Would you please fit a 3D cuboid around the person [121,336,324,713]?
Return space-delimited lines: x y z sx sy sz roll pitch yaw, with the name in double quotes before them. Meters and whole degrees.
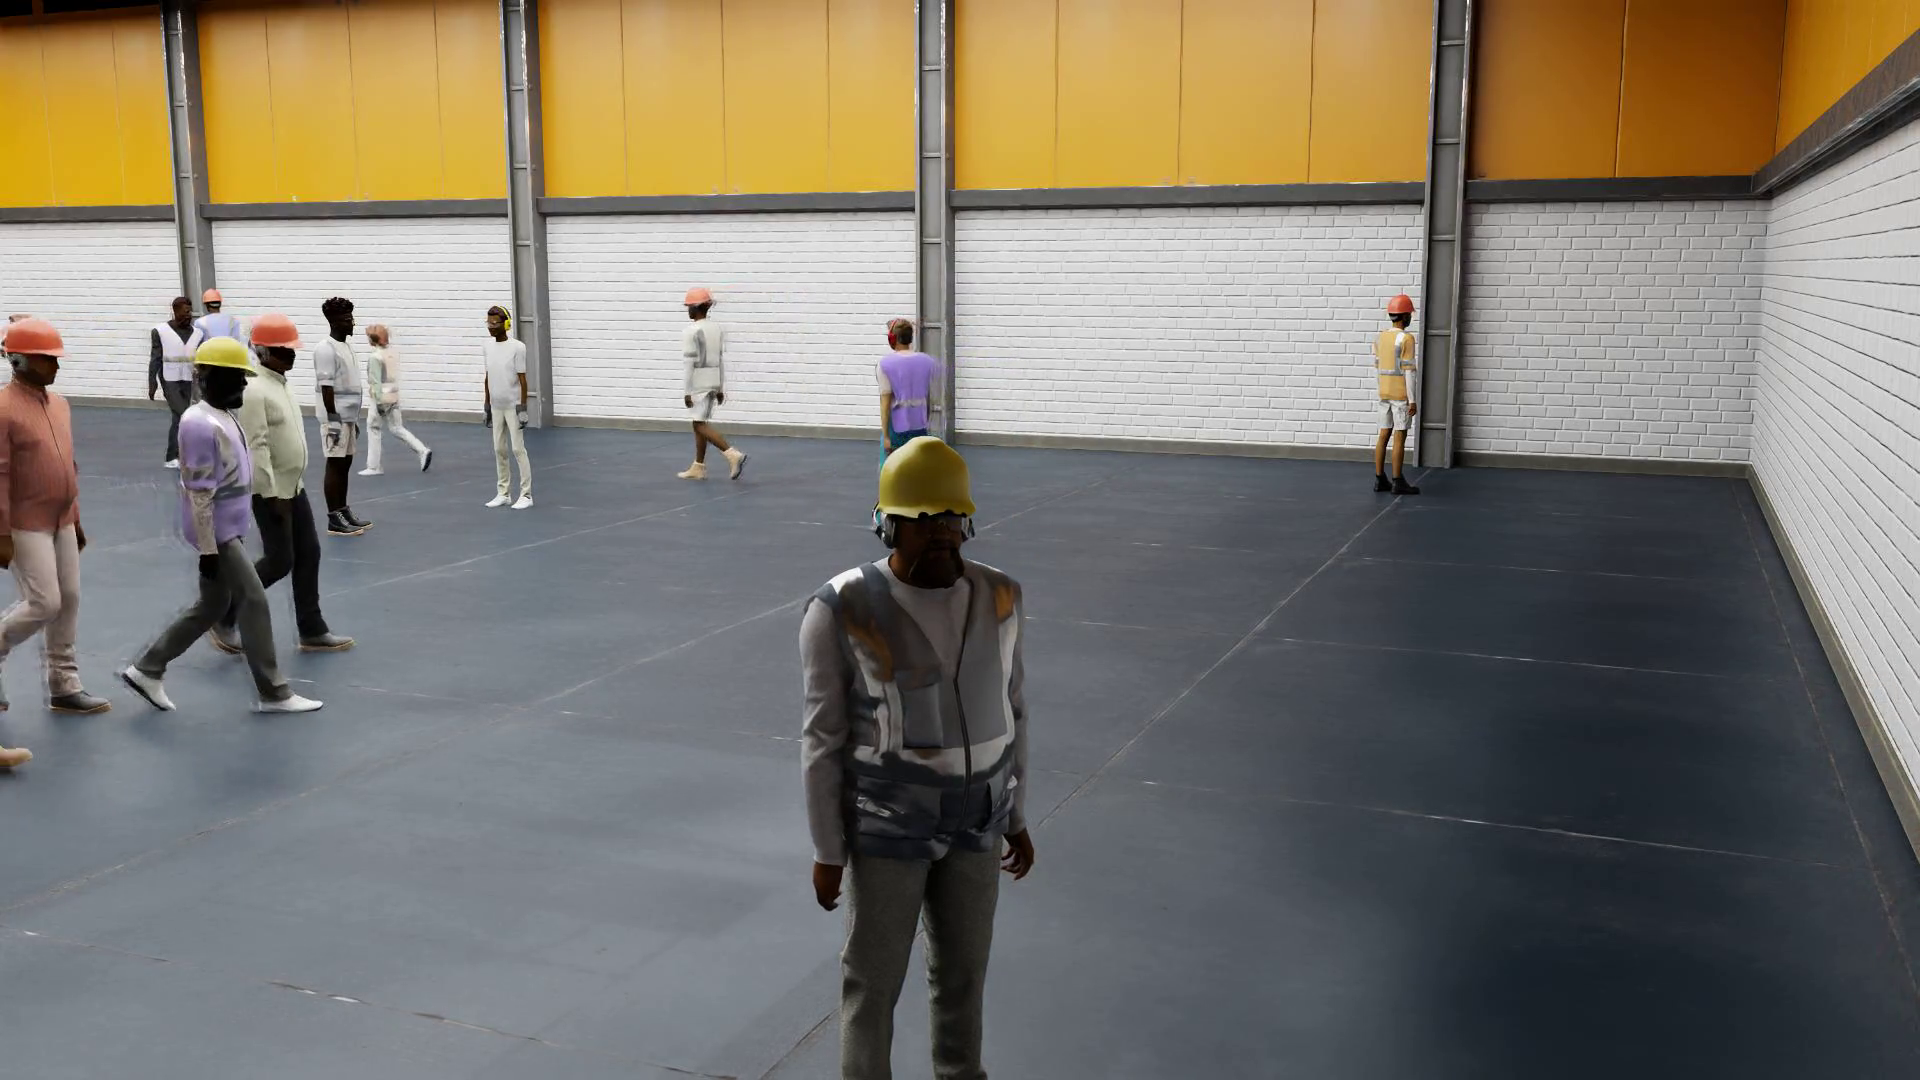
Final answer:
"person" -3.703 -0.058 8.198 0.914 1.886 0.583 -2 10 -11

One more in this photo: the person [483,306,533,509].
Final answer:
"person" -4.155 -1.205 15.211 0.506 1.861 0.329 5 10 26

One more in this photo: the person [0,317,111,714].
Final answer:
"person" -4.556 -0.097 8.147 0.548 1.977 0.618 1 9 4

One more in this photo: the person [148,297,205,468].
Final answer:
"person" -8.486 -1.701 18.140 0.759 1.873 0.610 5 10 26

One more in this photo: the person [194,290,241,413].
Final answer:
"person" -9.678 -2.293 21.644 0.569 1.902 0.808 -7 12 -36

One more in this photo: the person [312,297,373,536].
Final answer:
"person" -5.131 -1.027 13.786 0.370 1.967 0.602 0 9 -3

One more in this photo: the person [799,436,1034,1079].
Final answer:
"person" -0.081 0.666 3.935 0.600 1.832 0.404 -5 11 -29

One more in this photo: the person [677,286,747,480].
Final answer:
"person" -2.559 -1.577 17.003 0.844 2.021 0.610 4 10 25

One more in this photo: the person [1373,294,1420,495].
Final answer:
"person" 4.259 -1.411 16.189 0.351 1.942 0.545 -4 10 -25

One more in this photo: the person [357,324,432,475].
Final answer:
"person" -6.015 -1.474 17.569 0.716 1.613 0.511 2 10 11

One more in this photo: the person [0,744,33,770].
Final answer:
"person" -4.482 0.147 7.132 0.760 1.803 0.680 1 9 4

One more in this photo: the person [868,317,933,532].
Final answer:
"person" -0.421 -0.900 13.505 0.579 1.816 0.914 -7 12 -37

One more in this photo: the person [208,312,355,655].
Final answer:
"person" -3.905 -0.298 9.389 0.693 1.963 0.622 0 9 -2

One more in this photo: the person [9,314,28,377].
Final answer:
"person" -11.676 -2.005 20.769 0.519 1.627 0.364 9 13 43
